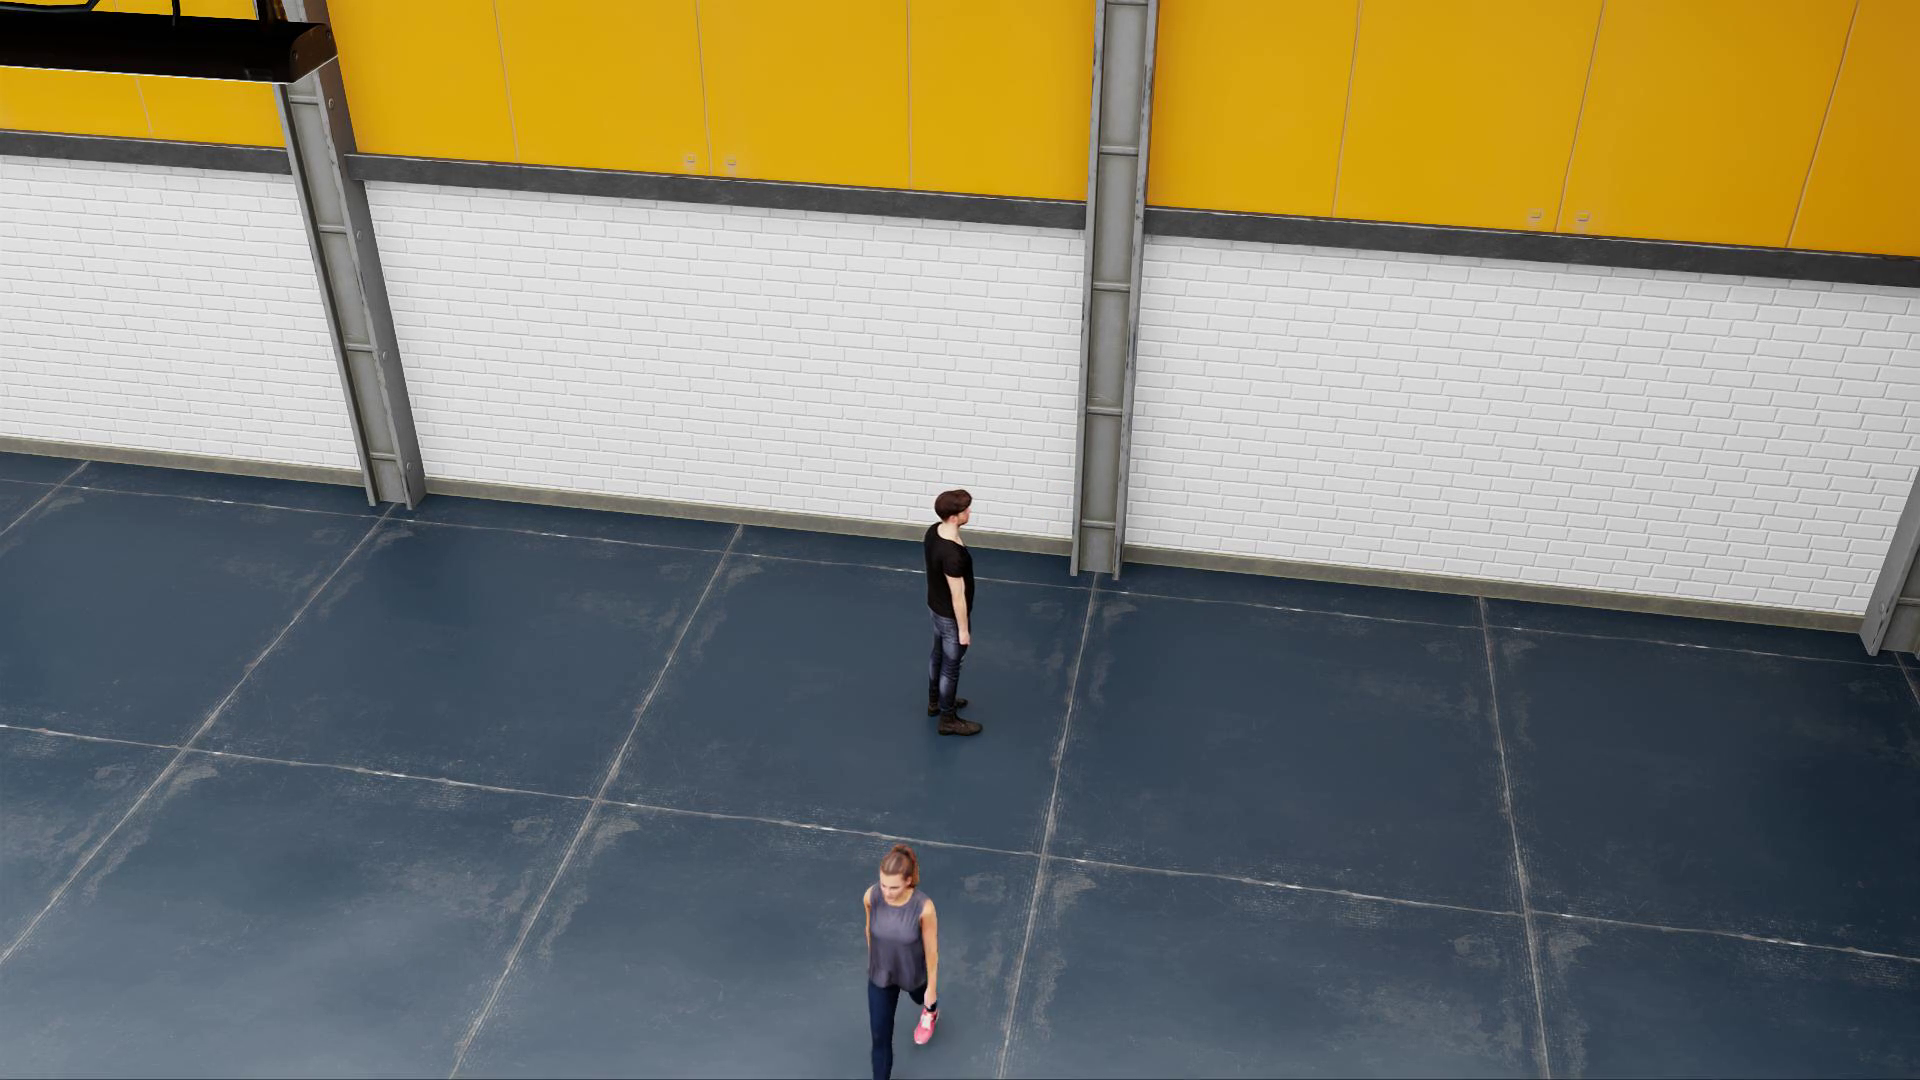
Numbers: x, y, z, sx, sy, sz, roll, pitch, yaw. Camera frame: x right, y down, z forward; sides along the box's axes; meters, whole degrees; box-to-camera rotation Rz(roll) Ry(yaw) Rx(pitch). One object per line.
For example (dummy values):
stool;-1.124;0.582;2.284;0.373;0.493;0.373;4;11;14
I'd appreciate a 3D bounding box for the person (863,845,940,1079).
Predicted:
person;-0.268;2.237;8.819;1.127;1.677;0.730;10;35;15

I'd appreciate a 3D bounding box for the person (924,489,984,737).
person;-0.074;0.477;11.270;0.744;1.896;0.770;-10;35;-15
